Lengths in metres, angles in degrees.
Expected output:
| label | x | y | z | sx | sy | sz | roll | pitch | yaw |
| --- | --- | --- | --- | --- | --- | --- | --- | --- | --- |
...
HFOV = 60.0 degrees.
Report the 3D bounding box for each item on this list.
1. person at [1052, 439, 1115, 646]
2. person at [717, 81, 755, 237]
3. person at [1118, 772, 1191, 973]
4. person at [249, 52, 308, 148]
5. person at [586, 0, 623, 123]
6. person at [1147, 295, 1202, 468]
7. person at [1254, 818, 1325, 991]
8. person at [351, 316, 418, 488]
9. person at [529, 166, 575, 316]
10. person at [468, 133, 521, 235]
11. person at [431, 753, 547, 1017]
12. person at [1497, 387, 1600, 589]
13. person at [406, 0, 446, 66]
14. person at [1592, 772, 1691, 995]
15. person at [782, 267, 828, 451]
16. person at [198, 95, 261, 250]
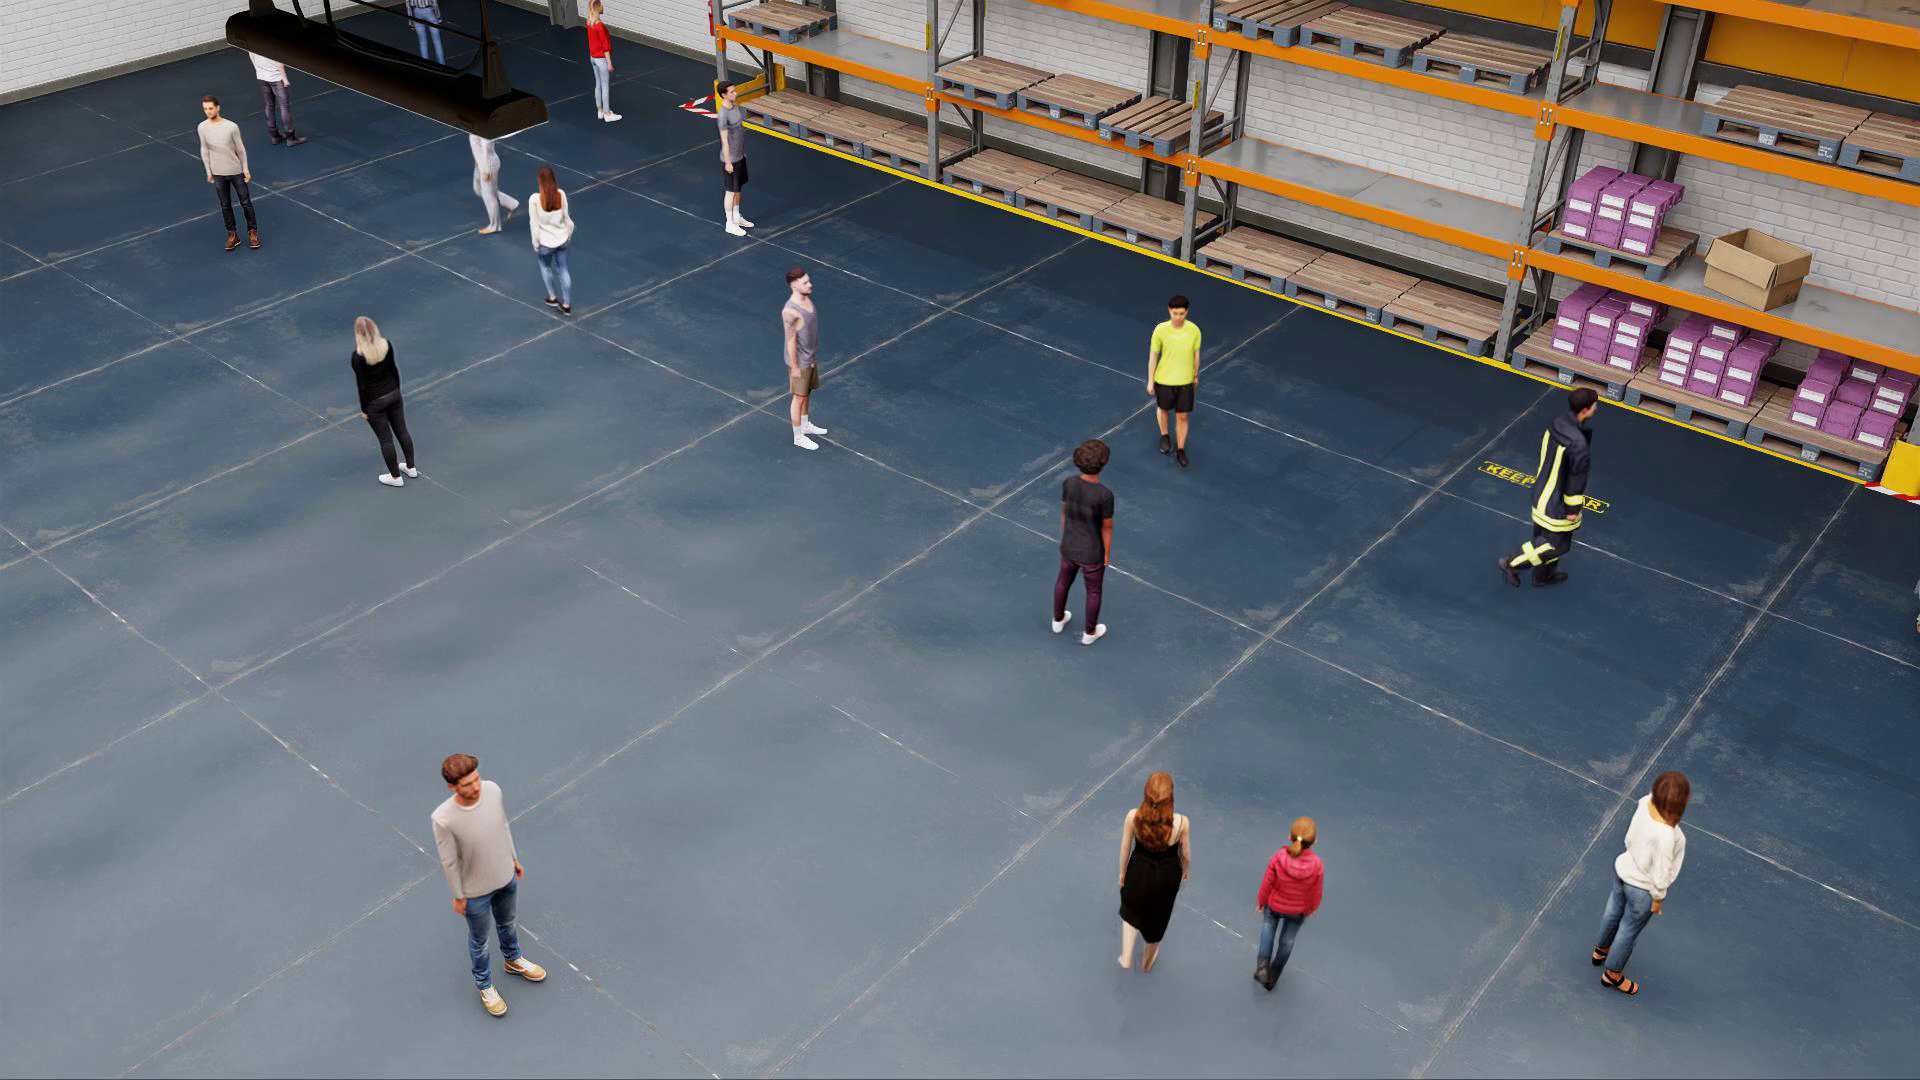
| label | x | y | z | sx | sy | sz | roll | pitch | yaw |
| --- | --- | --- | --- | --- | --- | --- | --- | --- | --- |
| person | 0.976 | 0.014 | 13.259 | 0.577 | 1.776 | 0.713 | 20 | 39 | 27 |
| person | -2.771 | -4.671 | 20.222 | 0.700 | 1.871 | 0.733 | 8 | 35 | 12 |
| person | 1.177 | 2.120 | 10.237 | 0.692 | 1.613 | 0.755 | 9 | 35 | 13 |
| person | -9.417 | -6.311 | 22.725 | 0.619 | 1.832 | 0.780 | 14 | 36 | 20 |
| person | -5.099 | -6.807 | 23.585 | 0.709 | 1.705 | 0.504 | -25 | 41 | -32 |
| person | 2.020 | -1.591 | 15.755 | 0.928 | 1.686 | 0.971 | 0 | 34 | 0 |
| person | 2.008 | 2.306 | 10.241 | 0.620 | 1.300 | 0.692 | 8 | 34 | 12 |
| person | -5.307 | -1.276 | 15.283 | 0.551 | 1.685 | 0.614 | 21 | 39 | 28 |
| person | -4.434 | -3.255 | 18.264 | 0.760 | 1.679 | 0.786 | -19 | 38 | -26 |
| person | -5.685 | -4.583 | 20.223 | 0.853 | 1.723 | 0.853 | -18 | 37 | -24 |
| person | -2.895 | 2.040 | 10.095 | 0.597 | 1.905 | 0.668 | 21 | 39 | 28 |
| person | 4.868 | -0.385 | 13.735 | 1.134 | 1.913 | 1.071 | -2 | 34 | -3 |
| person | -8.038 | -7.811 | 25.015 | 0.716 | 1.794 | 0.755 | -6 | 34 | -8 |
| person | 4.189 | 2.078 | 10.240 | 0.736 | 1.681 | 0.704 | 1 | 34 | 2 |
| person | -1.514 | -1.763 | 15.932 | 0.727 | 1.847 | 0.716 | 8 | 34 | 12 |
| person | -8.712 | -4.388 | 19.800 | 0.738 | 1.867 | 0.786 | -5 | 34 | -7 |
